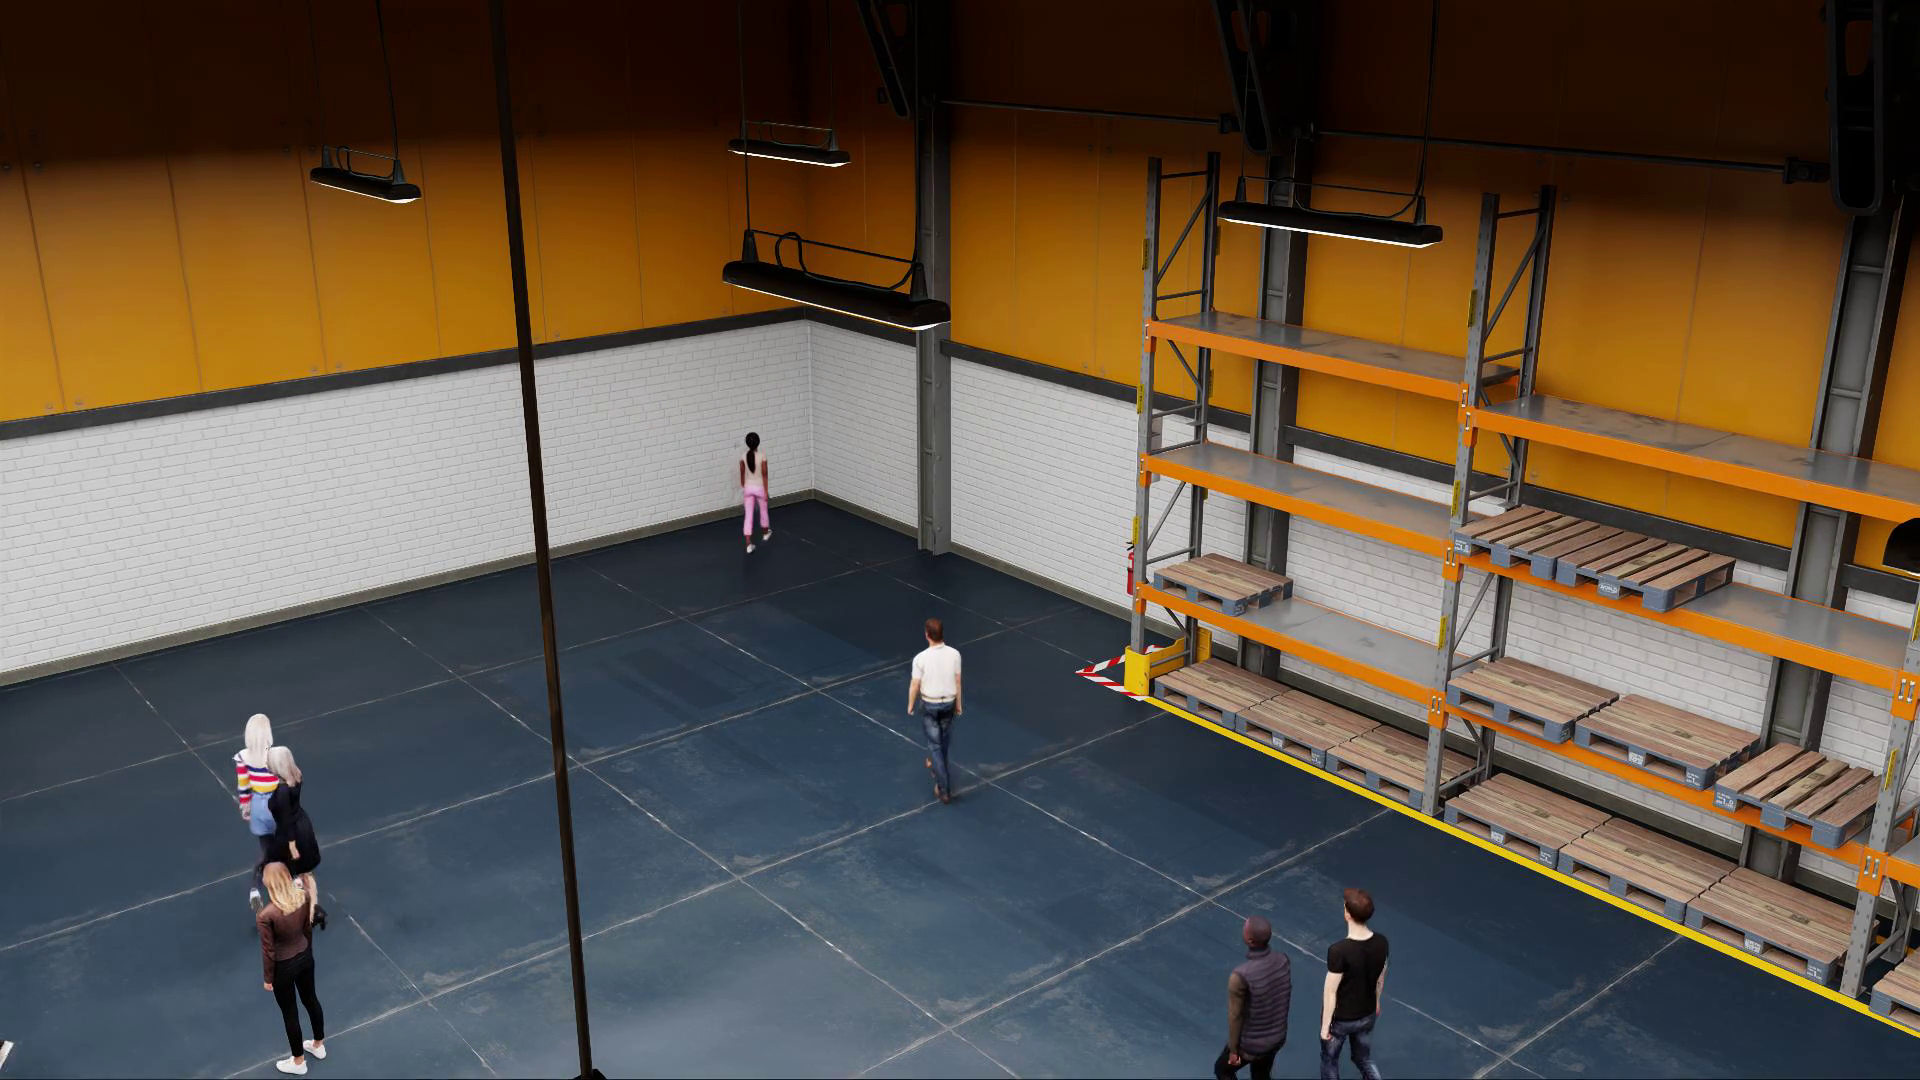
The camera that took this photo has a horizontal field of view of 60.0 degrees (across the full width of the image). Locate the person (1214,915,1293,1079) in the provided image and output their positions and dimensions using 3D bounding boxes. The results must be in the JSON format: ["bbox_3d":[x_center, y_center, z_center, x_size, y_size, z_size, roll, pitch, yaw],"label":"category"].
[{"bbox_3d":[2.065,3.416,11.267,0.757,1.822,0.705,-11,21,-29],"label":"person"}]

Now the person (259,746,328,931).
[{"bbox_3d":[-5.529,2.532,14.031,0.809,1.735,0.755,-2,19,-6],"label":"person"}]

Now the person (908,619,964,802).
[{"bbox_3d":[-0.204,1.693,16.386,0.891,1.821,1.135,-7,20,-20],"label":"person"}]

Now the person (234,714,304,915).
[{"bbox_3d":[-6.002,2.387,14.375,1.014,1.790,1.088,1,19,3],"label":"person"}]

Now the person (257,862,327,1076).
[{"bbox_3d":[-4.936,3.138,12.278,0.651,1.705,0.674,8,20,23],"label":"person"}]

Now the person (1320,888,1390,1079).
[{"bbox_3d":[2.760,3.317,11.482,0.899,1.874,1.189,-8,20,-22],"label":"person"}]

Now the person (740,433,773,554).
[{"bbox_3d":[-2.931,-0.637,23.507,1.129,1.692,1.134,3,19,10],"label":"person"}]
